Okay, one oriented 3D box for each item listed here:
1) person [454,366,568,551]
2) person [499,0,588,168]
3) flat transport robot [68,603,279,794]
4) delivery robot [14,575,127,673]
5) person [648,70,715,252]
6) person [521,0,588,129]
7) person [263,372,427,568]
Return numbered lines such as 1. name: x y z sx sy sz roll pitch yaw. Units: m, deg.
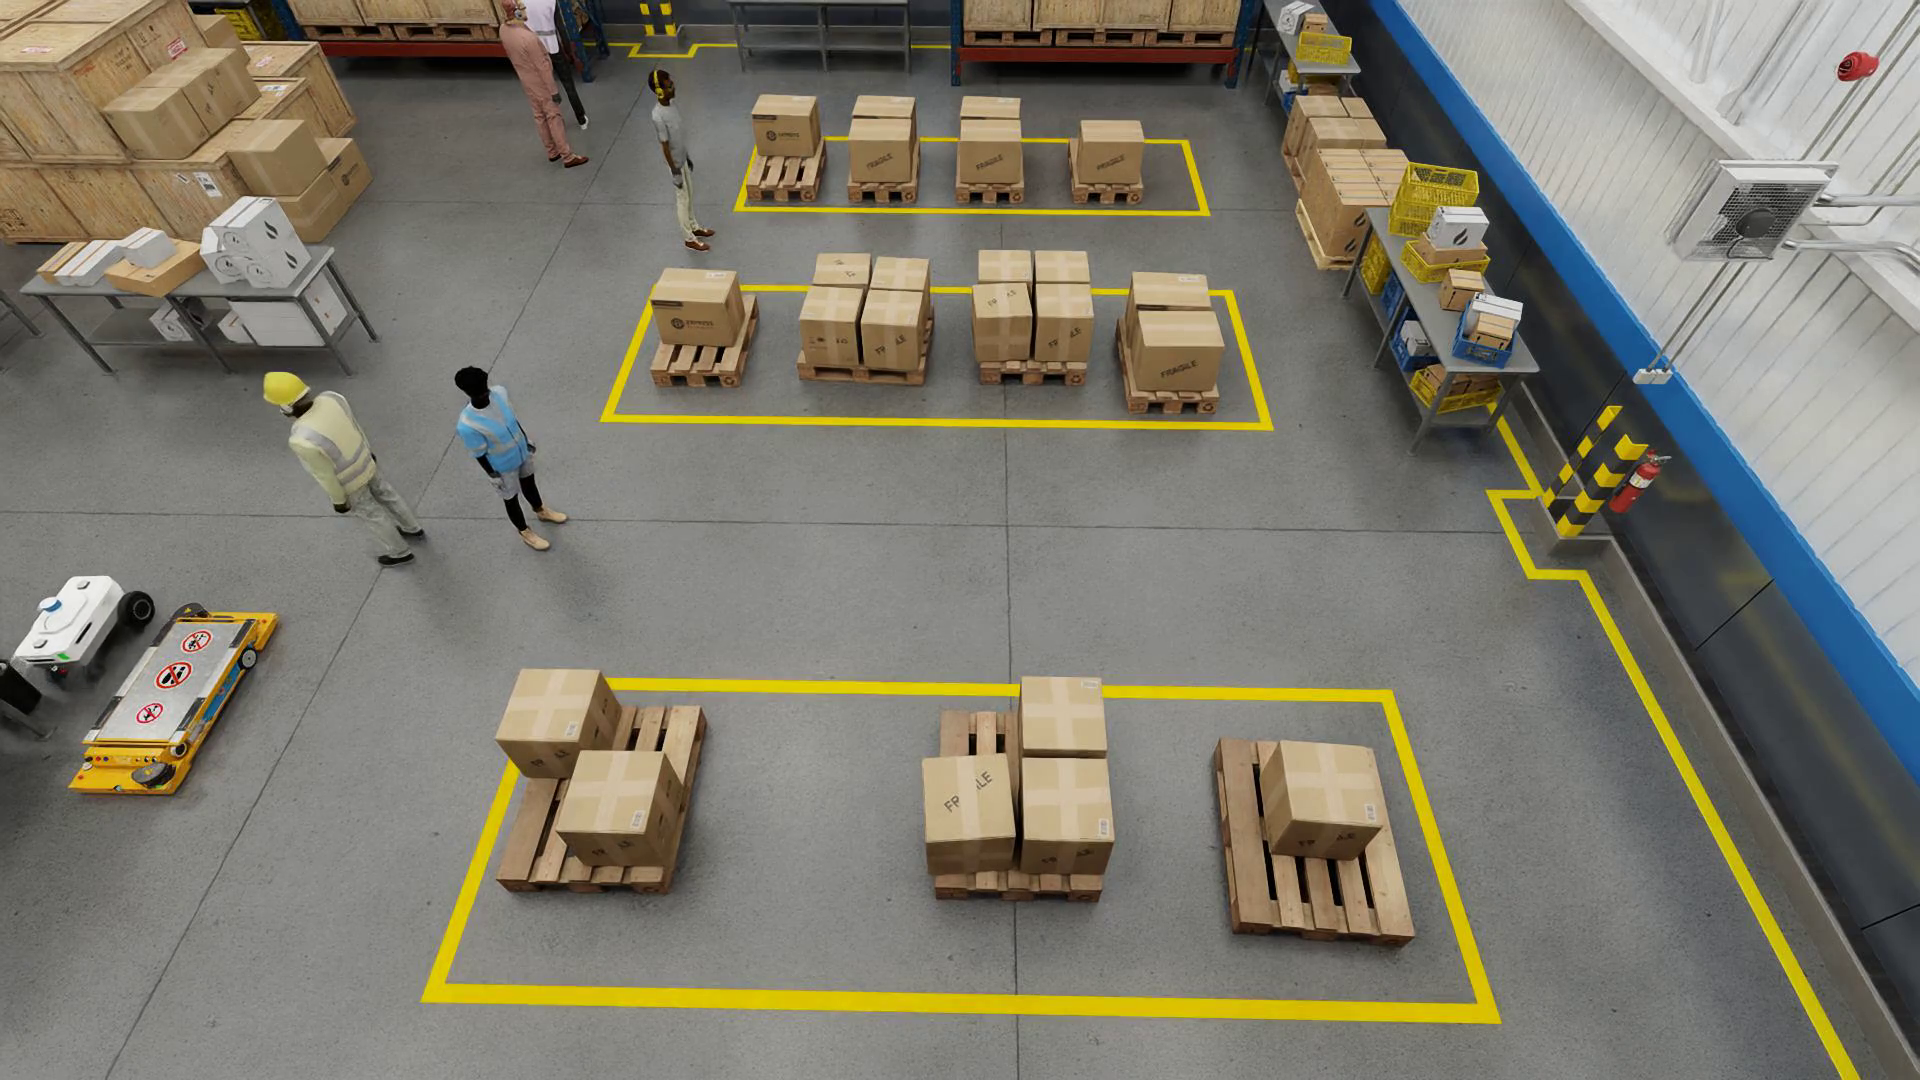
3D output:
1. person: -3.429 -0.627 6.952 0.322 1.694 0.535 11 51 9
2. person: -4.972 -5.409 10.863 0.643 1.909 0.410 30 56 23
3. flat transport robot: -5.504 1.072 6.442 0.652 0.197 1.431 1 50 1
4. delivery robot: -6.390 0.594 6.599 0.477 0.478 0.707 -2 50 -2
5. person: -2.953 -3.987 9.680 0.328 1.876 0.514 0 50 0
6. person: -5.159 -6.109 11.457 0.584 1.910 0.387 -11 51 -9
7. person: -4.521 -0.504 6.760 0.404 1.829 0.600 -1 50 -1
